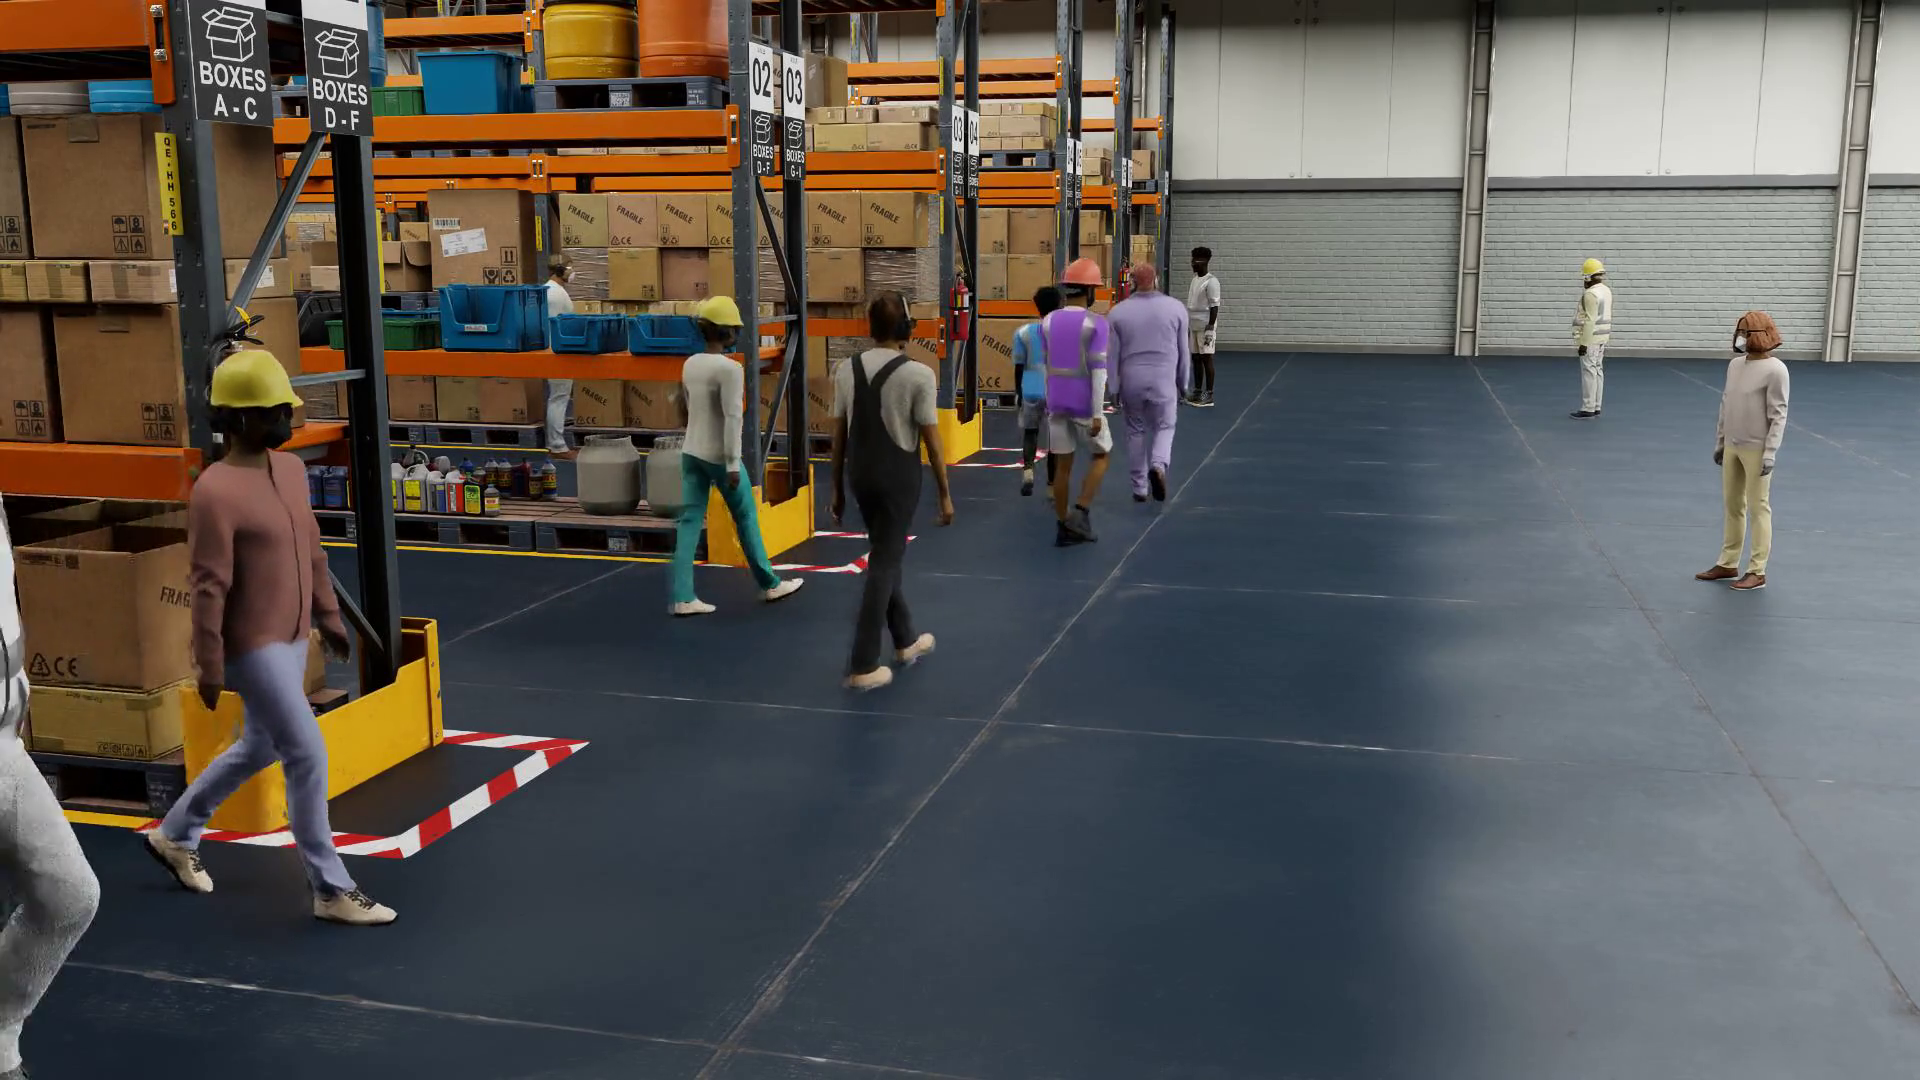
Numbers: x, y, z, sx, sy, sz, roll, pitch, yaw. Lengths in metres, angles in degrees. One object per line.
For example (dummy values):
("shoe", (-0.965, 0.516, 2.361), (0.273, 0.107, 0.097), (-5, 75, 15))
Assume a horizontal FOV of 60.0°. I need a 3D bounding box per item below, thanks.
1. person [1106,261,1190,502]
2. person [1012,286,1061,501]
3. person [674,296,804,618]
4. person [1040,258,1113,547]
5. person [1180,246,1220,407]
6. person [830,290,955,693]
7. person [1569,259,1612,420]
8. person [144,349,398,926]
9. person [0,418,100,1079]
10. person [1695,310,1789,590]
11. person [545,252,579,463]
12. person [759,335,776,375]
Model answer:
("person", (1.446, -1.204, 12.842), (0.656, 1.881, 0.589), (1, 10, 7))
("person", (0.685, -1.141, 13.038), (0.542, 1.687, 0.369), (2, 10, 11))
("person", (-1.255, -0.462, 9.133), (0.551, 1.725, 0.852), (10, 14, 43))
("person", (0.781, -0.902, 11.078), (0.544, 1.922, 0.408), (8, 13, 36))
("person", (2.971, -2.629, 20.512), (0.365, 1.965, 0.608), (-4, 11, -20))
("person", (-0.261, -0.240, 7.699), (0.524, 1.805, 0.883), (6, 12, 31))
("person", (7.203, -2.290, 19.012), (0.404, 1.827, 0.600), (8, 13, 37))
("person", (-2.140, 0.289, 4.990), (0.848, 1.731, 0.523), (1, 10, 5))
("person", (-2.133, 0.486, 3.523), (0.433, 1.868, 0.596), (0, 10, 0))
("person", (4.624, -0.526, 9.780), (0.280, 1.634, 0.498), (-2, 10, -13))
("person", (-3.704, -1.685, 15.380), (0.363, 1.933, 0.630), (-2, 11, -13))
("person", (-2.268, -2.473, 19.472), (0.396, 2.037, 0.609), (3, 11, 15))
